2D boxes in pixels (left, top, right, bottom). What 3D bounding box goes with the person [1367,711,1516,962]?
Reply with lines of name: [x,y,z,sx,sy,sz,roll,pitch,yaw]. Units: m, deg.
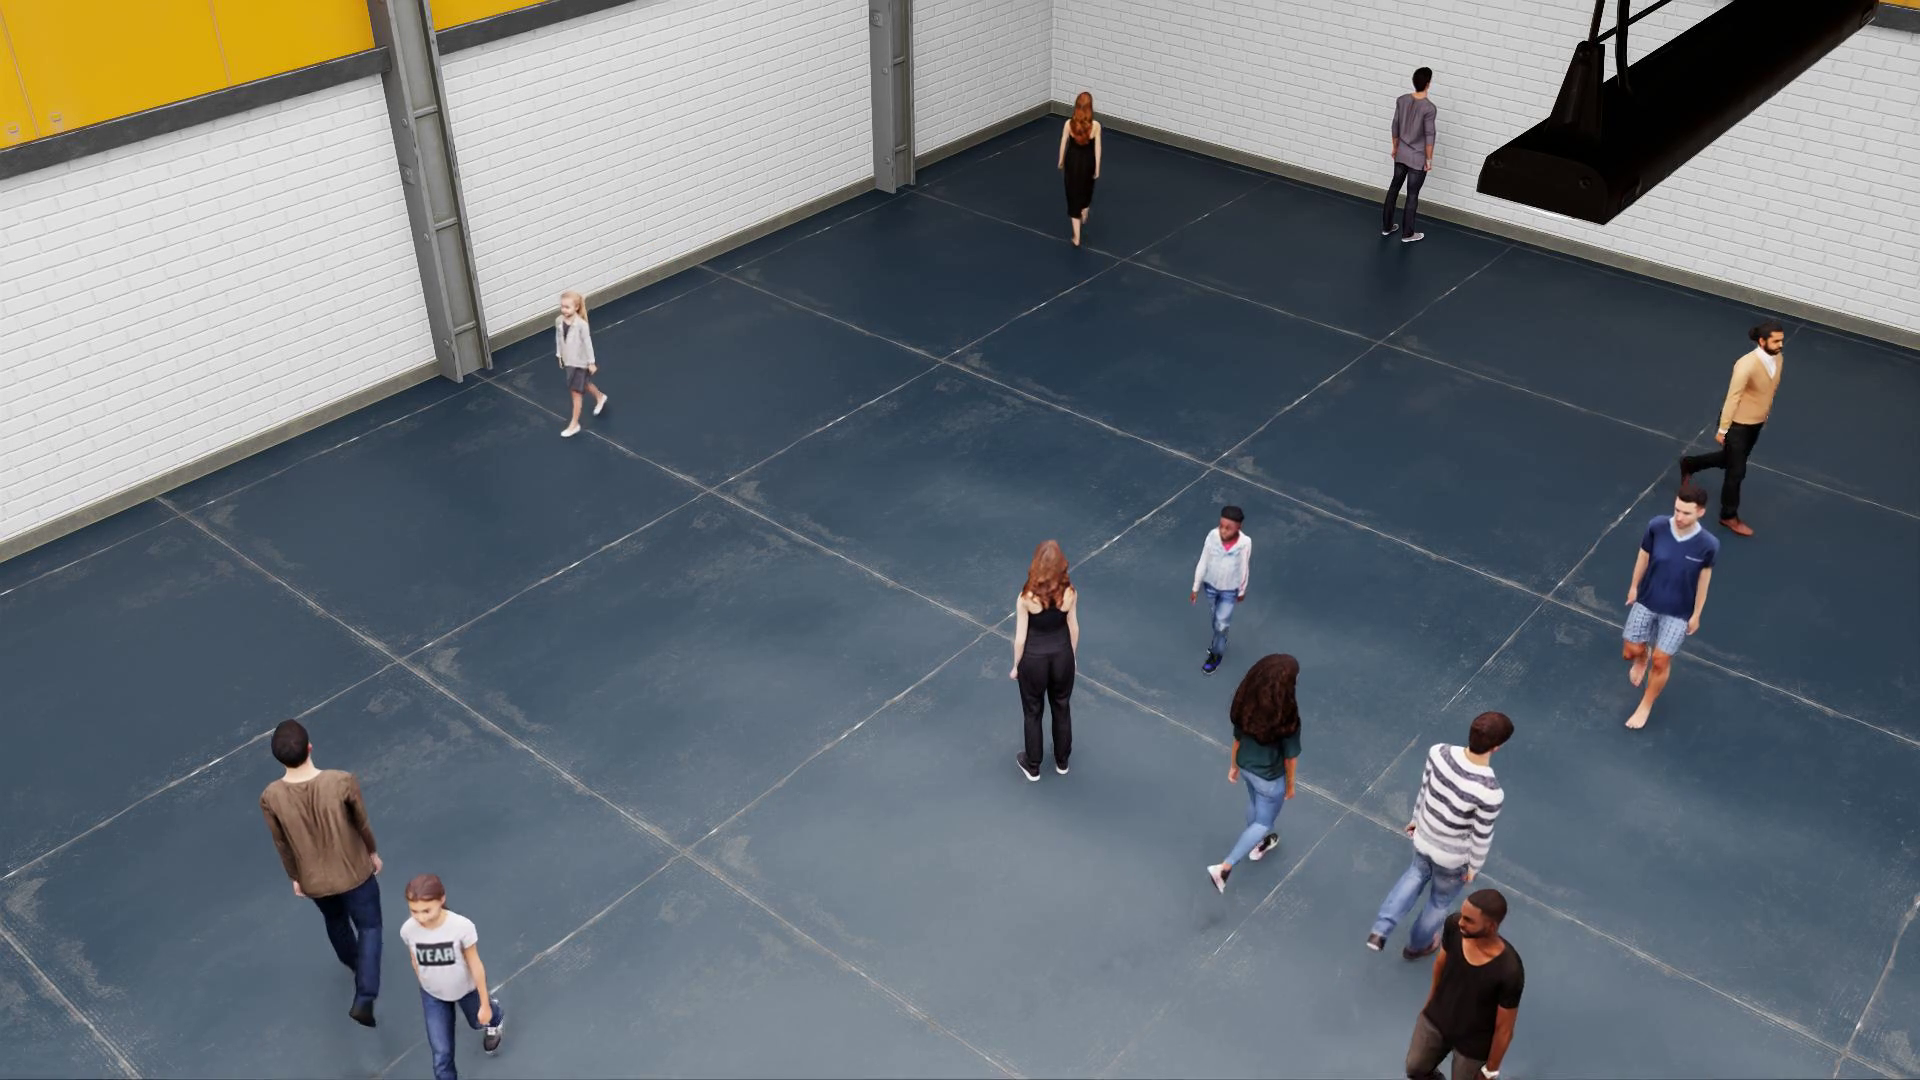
person: [2.551,1.687,8.971,0.881,1.822,0.795,-25,41,-32]

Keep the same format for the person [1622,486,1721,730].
person: [4.668,0.375,10.943,0.660,1.824,0.835,21,39,28]

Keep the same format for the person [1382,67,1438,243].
person: [4.788,-4.100,17.647,0.611,1.856,0.716,-24,40,-31]

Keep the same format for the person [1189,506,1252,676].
person: [1.866,0.271,11.628,0.505,1.240,0.705,22,39,29]

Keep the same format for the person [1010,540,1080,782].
person: [0.539,0.760,10.435,0.624,1.746,0.720,-9,35,-13]

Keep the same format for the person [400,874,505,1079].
person: [-2.549,2.218,8.434,0.987,1.532,1.074,-2,34,-3]

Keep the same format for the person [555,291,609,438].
person: [-3.281,-1.576,14.392,0.588,1.255,0.909,19,38,26]

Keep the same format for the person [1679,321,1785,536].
person: [6.054,-0.939,13.004,1.104,1.731,0.927,-20,38,-27]

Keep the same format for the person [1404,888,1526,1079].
person: [2.512,2.318,8.050,0.772,1.792,0.777,-19,38,-26]

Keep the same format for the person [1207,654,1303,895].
person: [1.716,1.379,9.637,0.619,1.598,0.982,28,42,35]

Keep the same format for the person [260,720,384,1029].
person: [-3.302,1.792,8.774,1.081,1.864,1.097,-7,34,-10]

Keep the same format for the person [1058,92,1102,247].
person: [1.266,-3.881,17.561,0.990,1.586,1.087,-1,34,-1]
